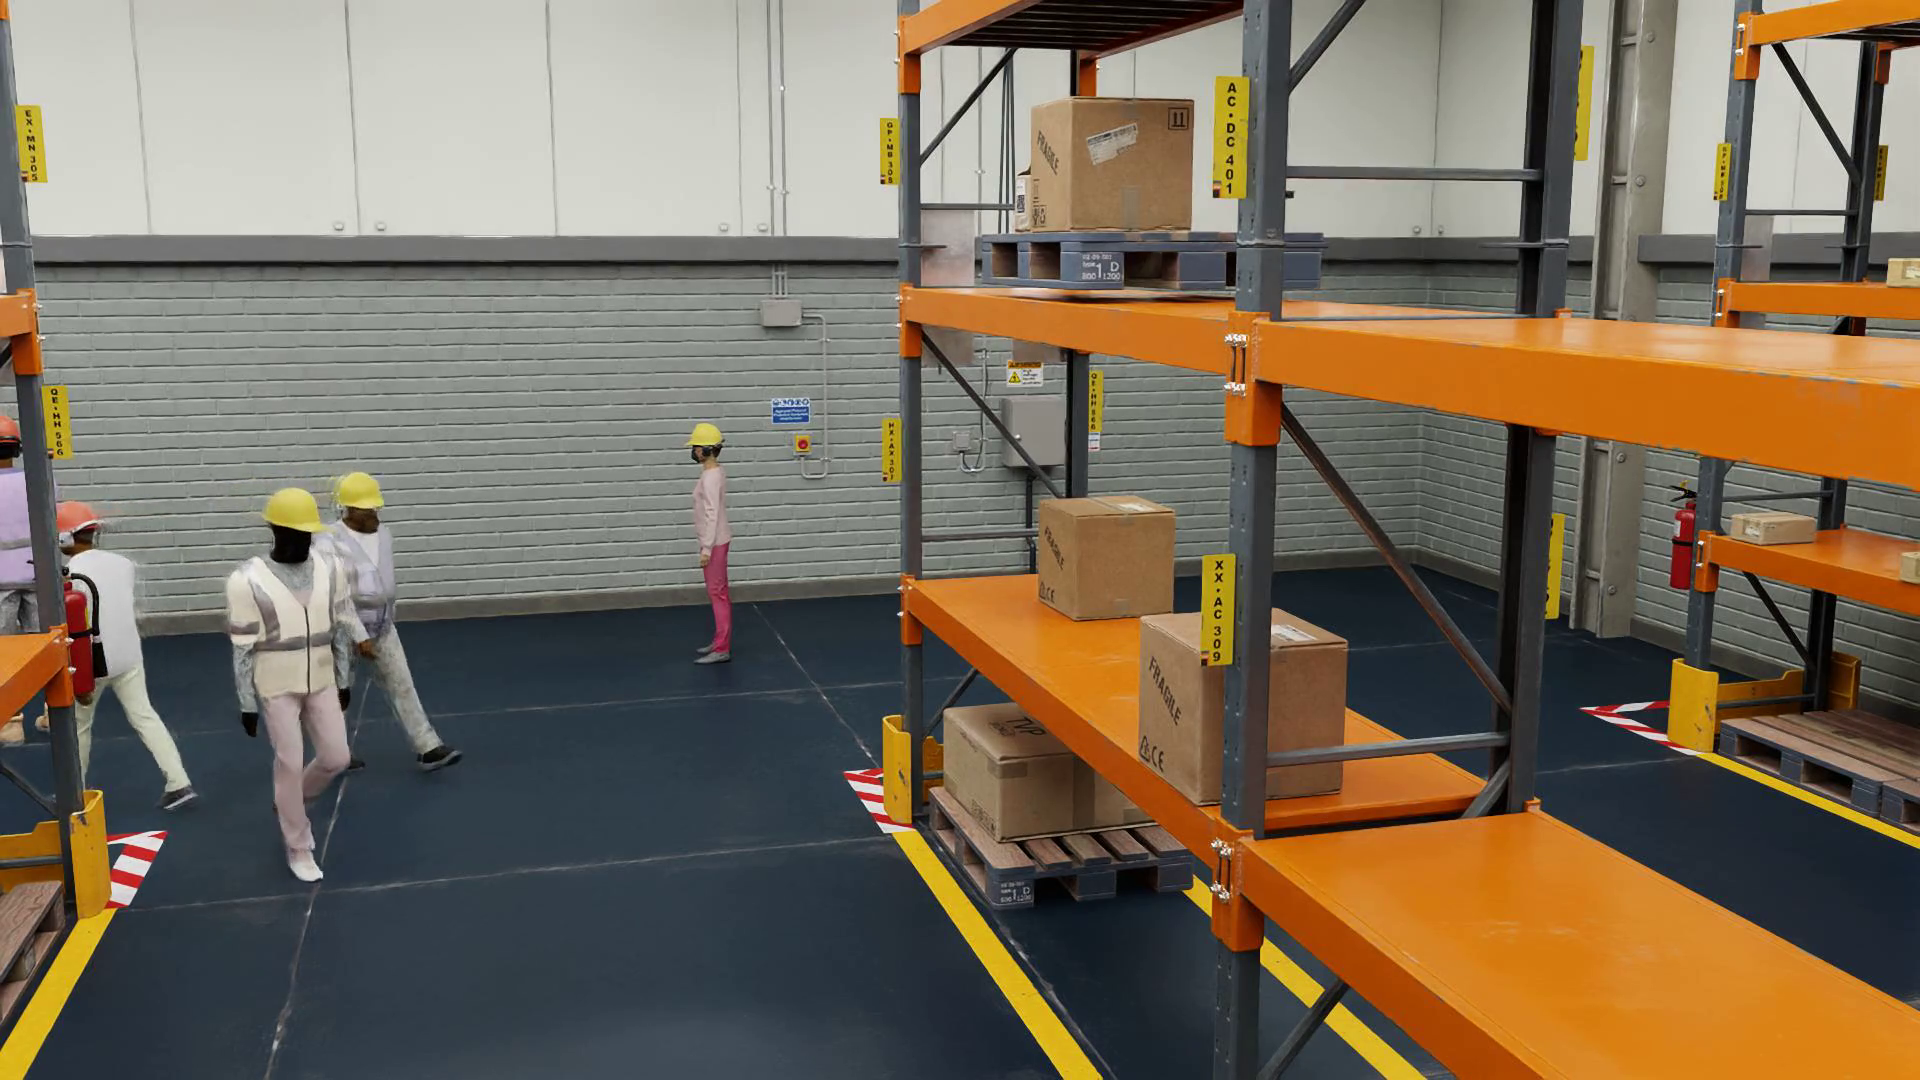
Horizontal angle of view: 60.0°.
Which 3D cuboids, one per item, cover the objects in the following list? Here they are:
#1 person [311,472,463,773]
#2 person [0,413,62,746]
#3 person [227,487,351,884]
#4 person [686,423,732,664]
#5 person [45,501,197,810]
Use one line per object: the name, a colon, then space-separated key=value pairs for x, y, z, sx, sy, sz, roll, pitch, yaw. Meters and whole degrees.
person: x=-3.328 y=0.500 z=9.451 sx=0.949 sy=1.777 sz=0.590 roll=5 pitch=11 yaw=26
person: x=-5.818 y=0.240 z=10.195 sx=0.378 sy=2.044 sz=0.607 roll=6 pitch=12 yaw=31
person: x=-3.222 y=0.684 z=8.033 sx=0.466 sy=1.907 sz=0.601 roll=8 pitch=13 yaw=39
person: x=-1.833 y=0.027 z=12.201 sx=0.313 sy=1.769 sz=0.523 roll=-1 pitch=10 yaw=-4
person: x=-4.563 y=0.637 z=8.921 sx=0.885 sy=1.704 sz=0.560 roll=3 pitch=10 yaw=18
